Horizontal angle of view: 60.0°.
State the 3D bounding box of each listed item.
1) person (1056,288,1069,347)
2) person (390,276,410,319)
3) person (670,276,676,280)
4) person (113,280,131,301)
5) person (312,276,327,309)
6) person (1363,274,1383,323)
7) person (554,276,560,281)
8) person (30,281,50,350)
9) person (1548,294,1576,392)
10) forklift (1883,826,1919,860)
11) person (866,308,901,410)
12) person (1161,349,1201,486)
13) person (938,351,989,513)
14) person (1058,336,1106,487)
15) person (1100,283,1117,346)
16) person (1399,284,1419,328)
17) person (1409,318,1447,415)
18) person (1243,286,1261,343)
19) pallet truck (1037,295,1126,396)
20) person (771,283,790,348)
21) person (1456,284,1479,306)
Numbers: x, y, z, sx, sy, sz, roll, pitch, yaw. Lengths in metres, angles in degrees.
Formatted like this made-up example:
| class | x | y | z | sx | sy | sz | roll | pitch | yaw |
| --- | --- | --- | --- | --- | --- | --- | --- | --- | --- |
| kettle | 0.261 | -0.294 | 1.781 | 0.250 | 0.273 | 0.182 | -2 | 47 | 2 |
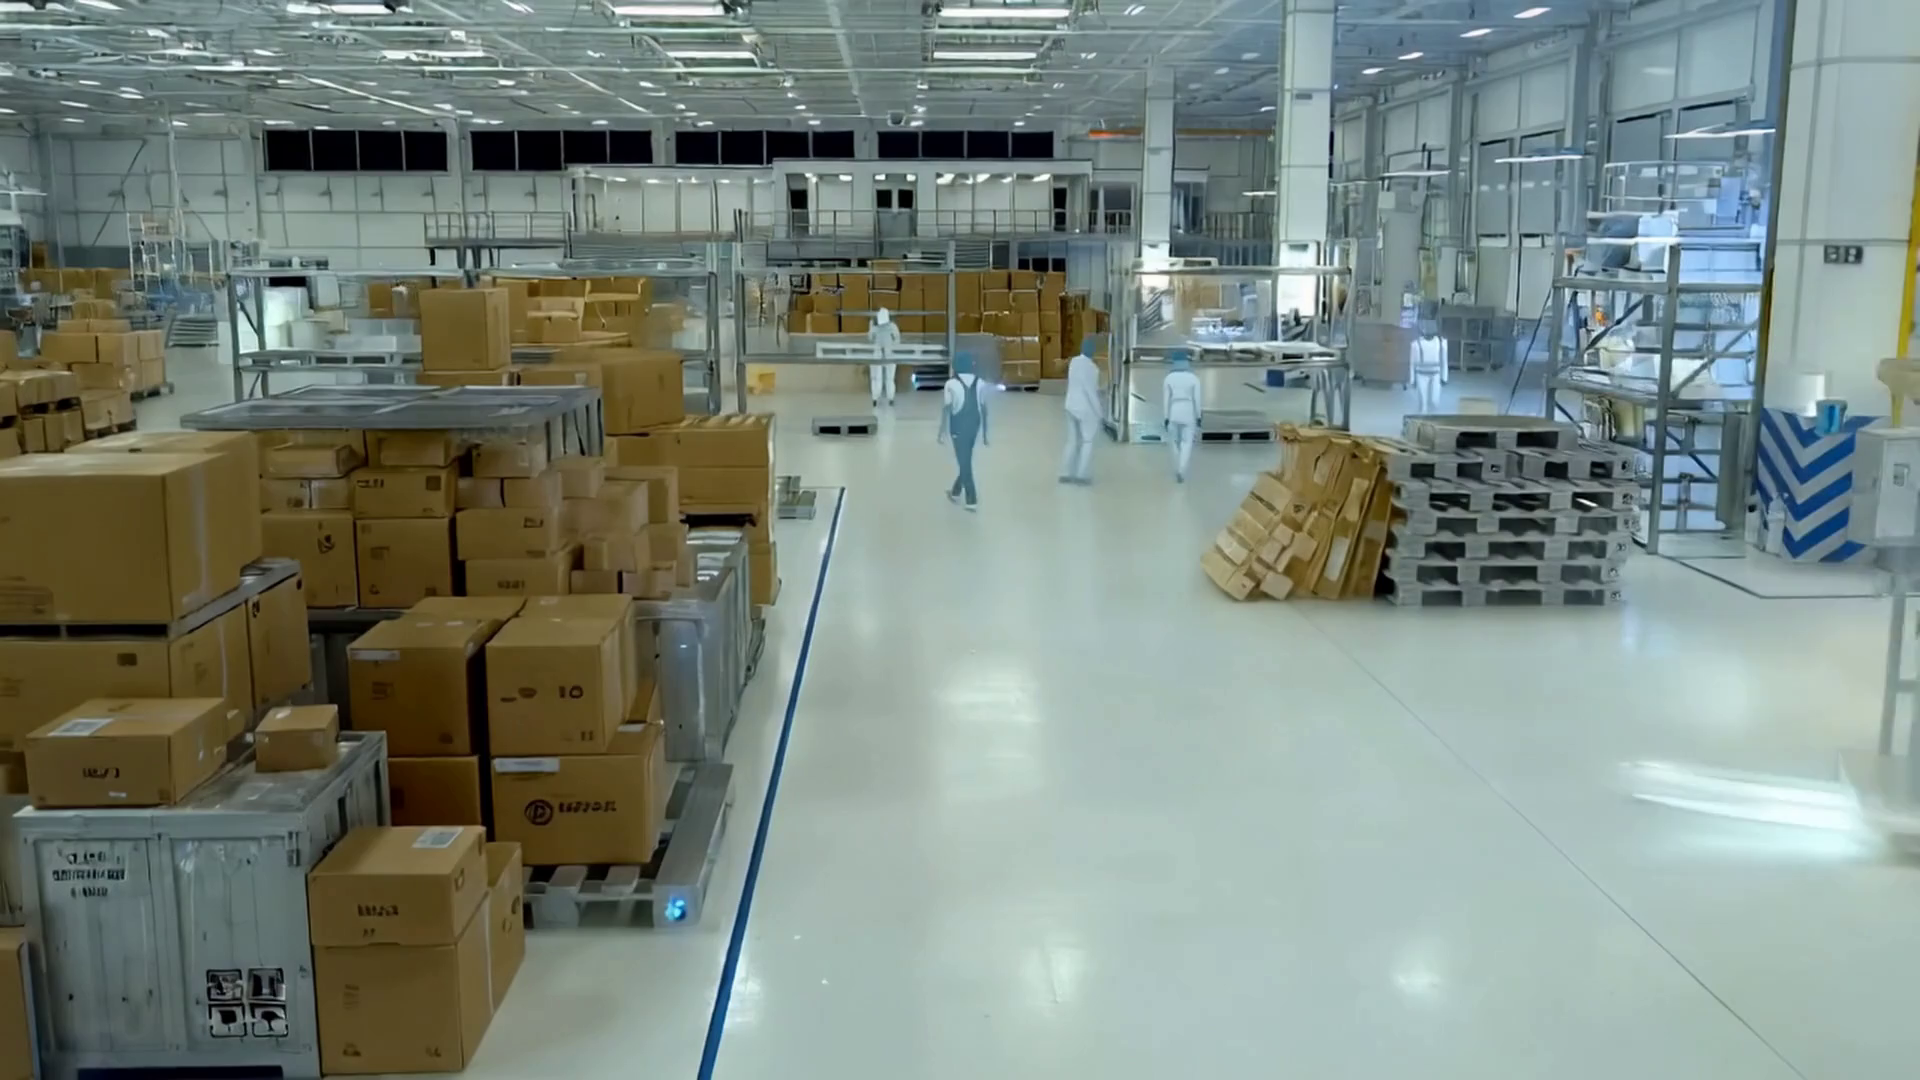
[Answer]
| class | x | y | z | sx | sy | sz | roll | pitch | yaw |
| --- | --- | --- | --- | --- | --- | --- | --- | --- | --- |
| person | 2.958 | -6.406 | 47.968 | 0.318 | 1.697 | 0.533 | 4 | 11 | 22 |
| person | -17.495 | -7.311 | 52.051 | 0.677 | 2.000 | 0.945 | 2 | 10 | 13 |
| person | -9.542 | -7.850 | 55.424 | 0.637 | 1.908 | 0.675 | -8 | 13 | -37 |
| person | -26.231 | -7.209 | 52.051 | 0.606 | 1.829 | 0.969 | 0 | 10 | 1 |
| person | -24.274 | -9.133 | 63.054 | 0.527 | 1.740 | 0.771 | -4 | 11 | -20 |
| person | 14.043 | -8.041 | 56.420 | 0.983 | 1.941 | 0.632 | 6 | 12 | 30 |
| person | -14.506 | -8.686 | 60.018 | 0.593 | 1.928 | 0.362 | 7 | 12 | 33 |
| person | -25.829 | -6.290 | 46.650 | 0.550 | 1.935 | 0.376 | 1 | 10 | 6 |
| person | 12.152 | -3.958 | 33.555 | 0.618 | 1.982 | 0.405 | -3 | 11 | -17 |
| forklift | 5.611 | 0.165 | 8.060 | 1.873 | 2.768 | 1.129 | 4 | 11 | 22 |
| person | -1.396 | -3.281 | 30.157 | 0.627 | 1.844 | 0.429 | 1 | 10 | 4 |
| person | 2.763 | -1.540 | 20.842 | 0.494 | 1.701 | 0.799 | 3 | 11 | 18 |
| person | 0.010 | -1.243 | 18.912 | 0.506 | 1.790 | 0.962 | -5 | 12 | -28 |
| person | 1.530 | -1.589 | 20.598 | 0.440 | 1.892 | 0.667 | -5 | 11 | -25 |
| person | 4.306 | -6.571 | 48.544 | 0.655 | 1.817 | 0.627 | -10 | 14 | -44 |
| person | 12.559 | -6.235 | 46.562 | 0.553 | 1.869 | 1.070 | 1 | 10 | 7 |
| person | 7.168 | -2.477 | 25.589 | 0.581 | 1.870 | 0.601 | -2 | 10 | -9 |
| person | 8.567 | -6.605 | 48.937 | 0.553 | 1.736 | 0.627 | -1 | 10 | -5 |
| pallet truck | 2.483 | -3.881 | 33.060 | 1.885 | 1.965 | 0.823 | -7 | 13 | -36 |
| person | -5.132 | -6.402 | 47.506 | 0.538 | 1.858 | 0.387 | 1 | 10 | 7 |
| person | 13.829 | -6.038 | 45.395 | 0.601 | 1.890 | 0.956 | 5 | 11 | 26 |
